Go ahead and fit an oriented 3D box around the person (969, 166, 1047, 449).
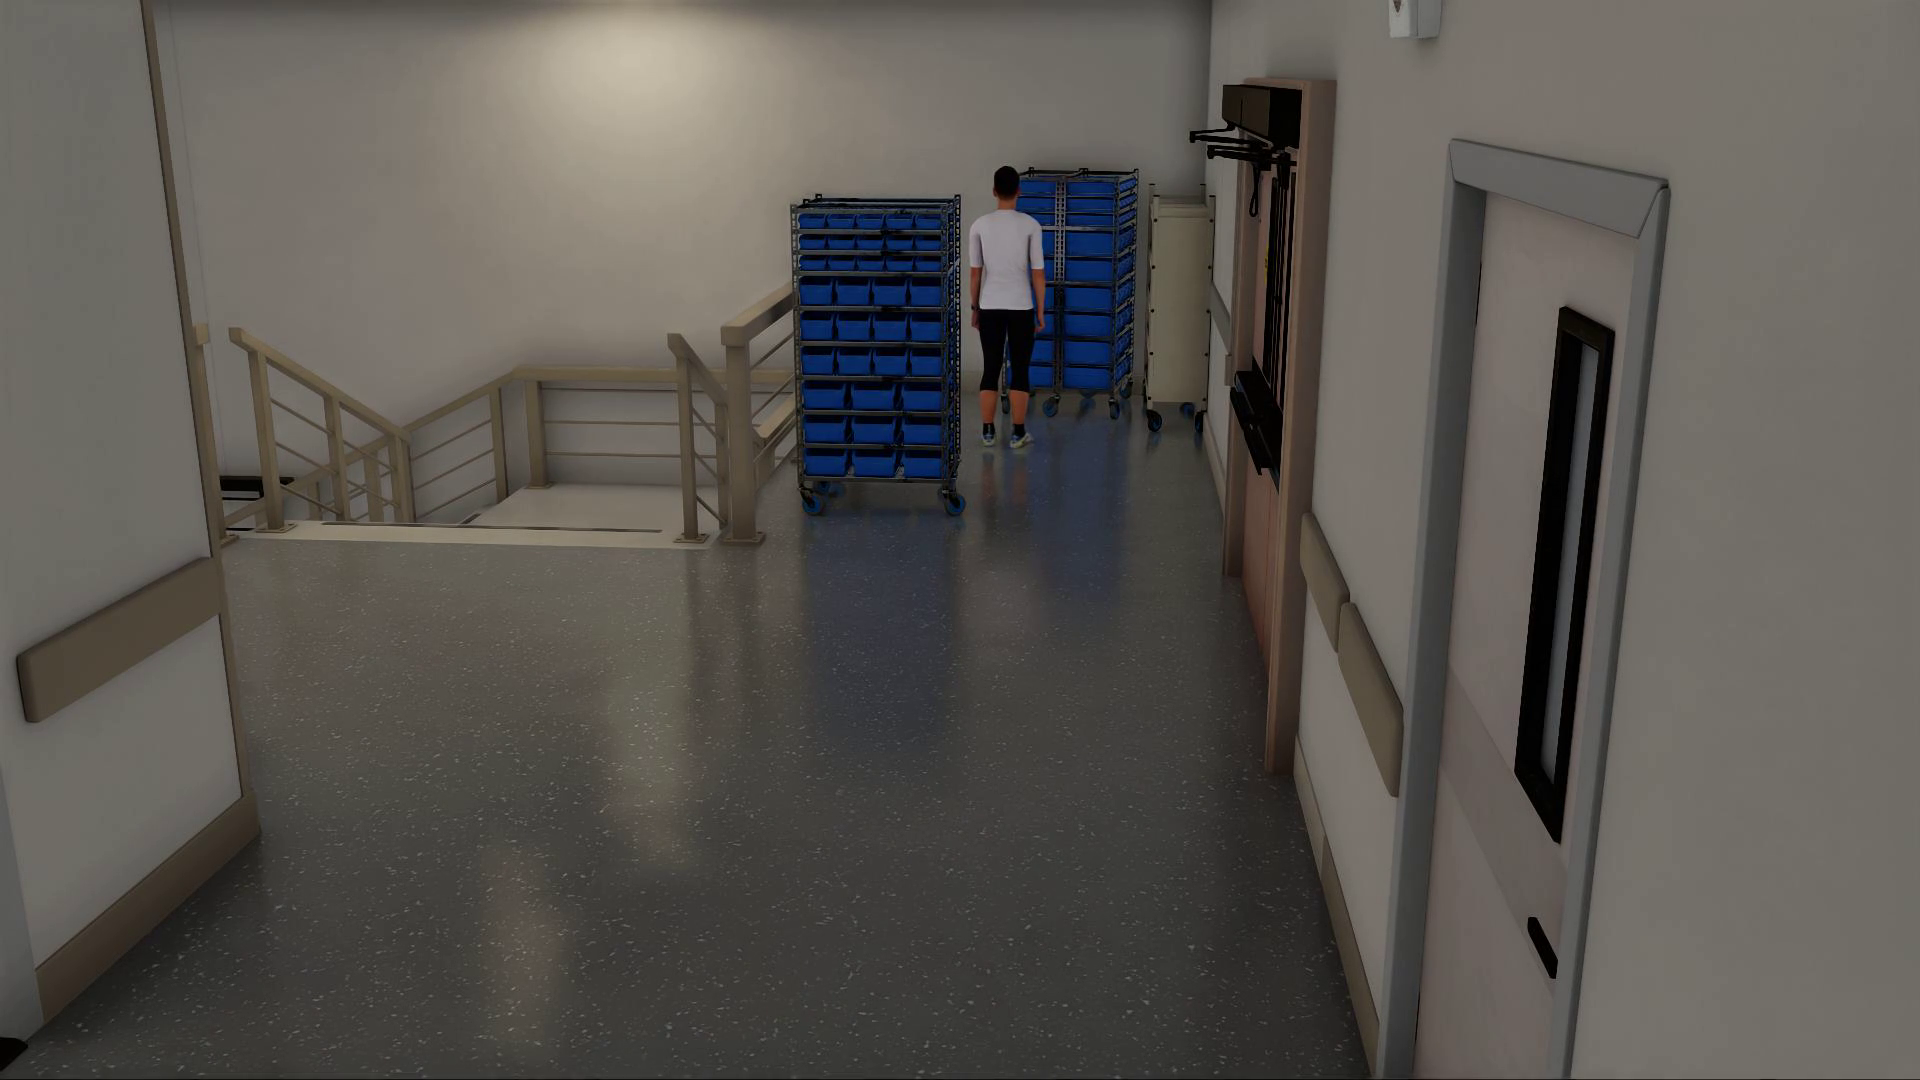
[{"bbox_3d":[0.311,-1.541,11.053,0.692,1.847,0.595,4,16,13],"label":"person"}]
